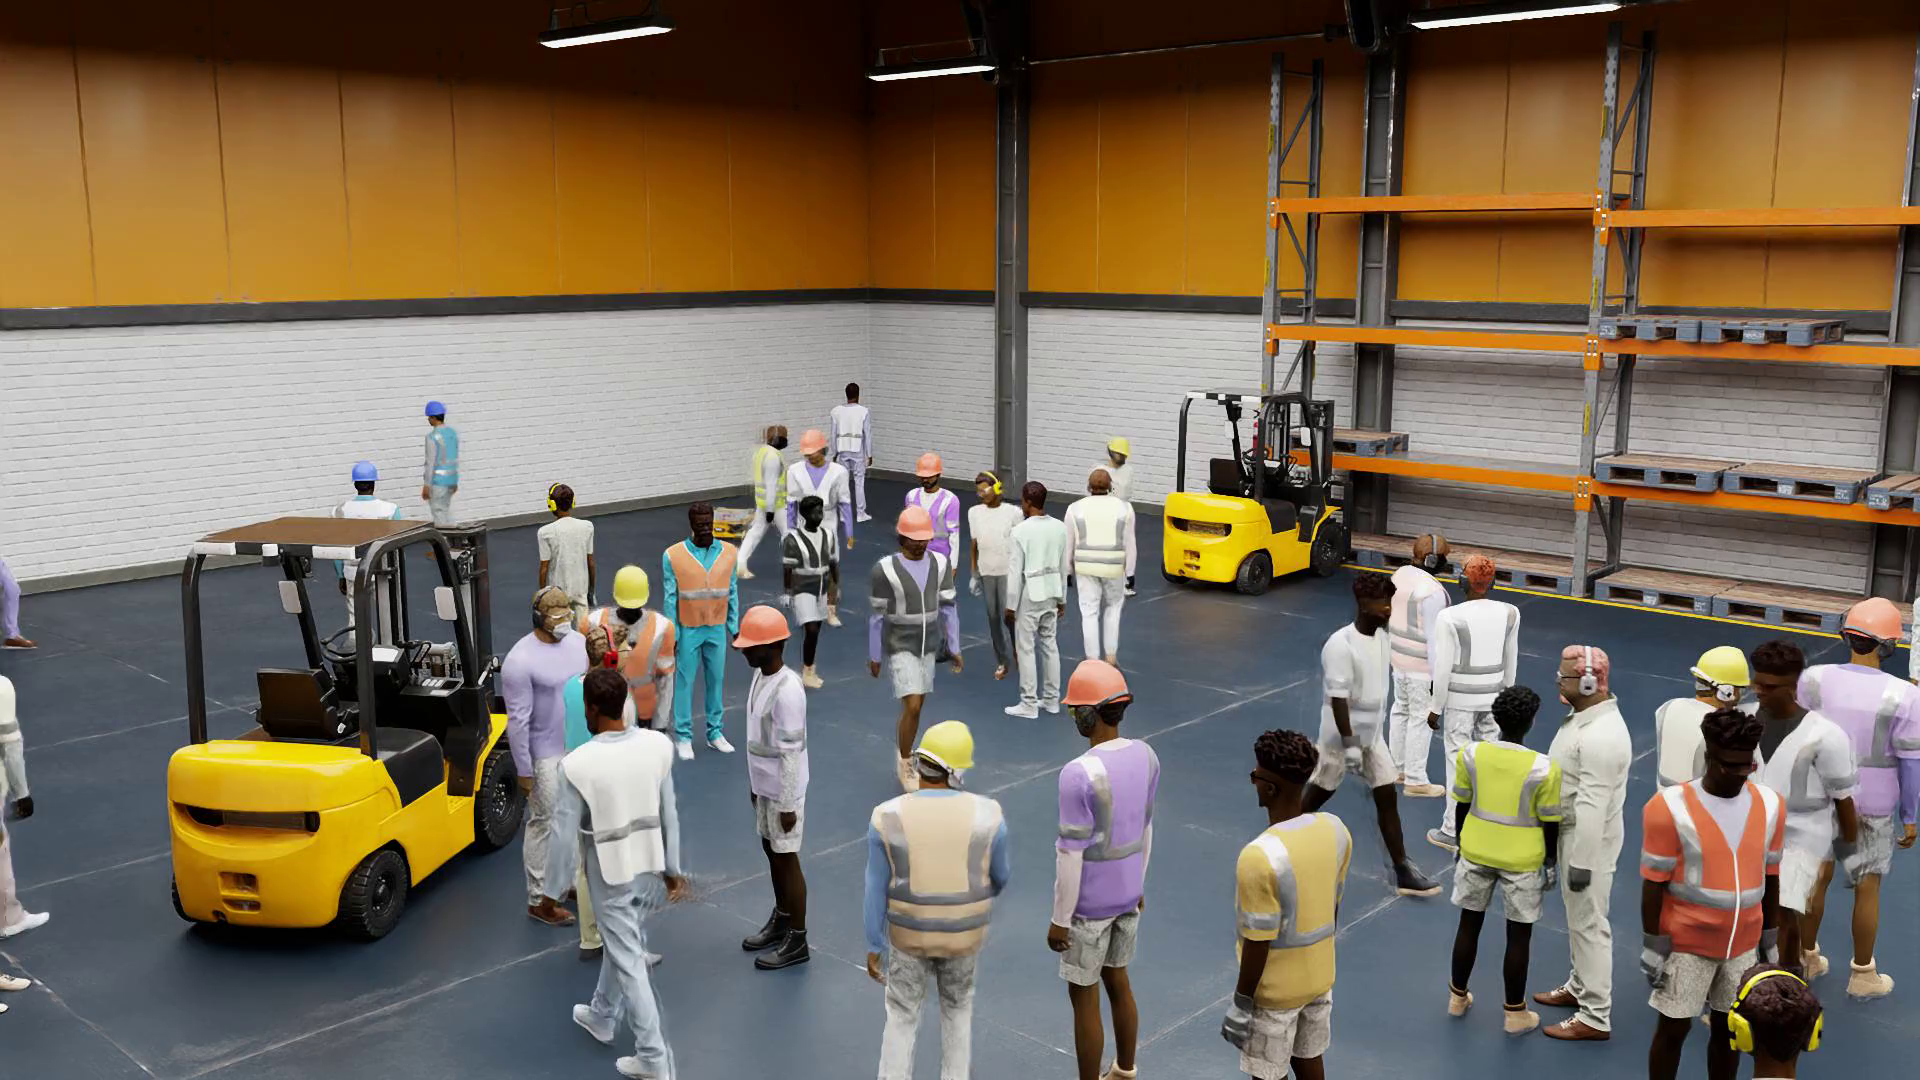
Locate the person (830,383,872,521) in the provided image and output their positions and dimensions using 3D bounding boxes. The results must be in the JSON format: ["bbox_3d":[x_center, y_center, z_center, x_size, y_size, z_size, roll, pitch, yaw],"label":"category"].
[{"bbox_3d":[-1.498,-1.210,22.983,0.597,1.916,0.371,3,10,17],"label":"person"}]

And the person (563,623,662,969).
[{"bbox_3d":[-1.850,1.340,8.666,0.573,1.844,0.376,10,14,44],"label":"person"}]

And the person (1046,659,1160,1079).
[{"bbox_3d":[0.588,1.516,7.164,0.407,2.029,0.612,8,13,39],"label":"person"}]

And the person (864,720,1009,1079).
[{"bbox_3d":[-0.105,1.645,7.089,0.612,1.794,0.482,0,10,-1],"label":"person"}]

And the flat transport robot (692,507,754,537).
[{"bbox_3d":[-3.098,-0.239,22.143,0.652,0.197,1.431,1,10,3],"label":"flat transport robot"}]

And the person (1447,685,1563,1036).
[{"bbox_3d":[2.630,1.533,8.044,0.547,1.685,0.325,8,13,39],"label":"person"}]

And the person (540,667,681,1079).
[{"bbox_3d":[-1.646,1.500,7.630,0.908,1.879,0.616,8,13,39],"label":"person"}]

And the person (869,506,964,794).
[{"bbox_3d":[-0.281,0.761,11.505,0.606,2.014,0.709,-7,12,-33],"label":"person"}]

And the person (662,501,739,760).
[{"bbox_3d":[-1.914,0.655,12.364,0.590,1.920,0.399,-6,11,-29],"label":"person"}]

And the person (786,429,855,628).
[{"bbox_3d":[-1.381,-0.101,16.412,0.675,2.017,0.470,0,10,0],"label":"person"}]

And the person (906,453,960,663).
[{"bbox_3d":[-0.270,0.163,15.153,0.547,1.929,0.386,5,11,27],"label":"person"}]

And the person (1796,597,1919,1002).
[{"bbox_3d":[4.511,1.292,8.380,0.373,2.042,0.614,-8,13,-39],"label":"person"}]

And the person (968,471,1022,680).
[{"bbox_3d":[0.321,0.304,14.587,0.515,1.842,0.421,3,10,18],"label":"person"}]

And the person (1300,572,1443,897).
[{"bbox_3d":[2.326,1.123,9.740,0.621,1.914,1.024,-8,13,-39],"label":"person"}]

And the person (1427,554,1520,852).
[{"bbox_3d":[3.199,1.016,10.408,0.575,1.883,0.355,-3,10,-17],"label":"person"}]

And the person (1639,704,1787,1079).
[{"bbox_3d":[3.059,1.619,6.791,0.608,1.953,0.388,-1,10,-7],"label":"person"}]

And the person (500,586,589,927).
[{"bbox_3d":[-2.272,1.193,9.293,0.377,1.927,0.635,5,11,27],"label":"person"}]

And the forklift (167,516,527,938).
[{"bbox_3d":[-3.583,0.976,9.748,1.214,2.155,2.313,2,10,11],"label":"forklift"}]

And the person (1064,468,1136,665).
[{"bbox_3d":[1.239,0.258,14.875,0.654,1.825,0.633,0,10,2],"label":"person"}]

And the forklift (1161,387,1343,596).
[{"bbox_3d":[3.298,-0.608,18.767,1.214,2.155,2.313,9,13,42],"label":"forklift"}]

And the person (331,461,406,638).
[{"bbox_3d":[-5.103,0.288,14.405,0.605,1.939,0.414,0,10,-2],"label":"person"}]

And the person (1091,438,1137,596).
[{"bbox_3d":[1.671,-0.237,17.986,0.572,1.715,0.847,-4,11,-23],"label":"person"}]

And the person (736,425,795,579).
[{"bbox_3d":[-2.163,-0.427,18.935,1.007,1.790,0.636,-4,11,-19],"label":"person"}]

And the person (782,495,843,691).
[{"bbox_3d":[-1.220,0.451,14.171,0.527,1.677,0.557,9,14,43],"label":"person"}]

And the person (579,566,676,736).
[{"bbox_3d":[-2.046,1.074,10.137,0.650,1.862,0.853,-2,10,-14],"label":"person"}]

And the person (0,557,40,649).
[{"bbox_3d":[-8.943,0.158,15.409,0.741,1.842,0.553,0,10,1],"label":"person"}]

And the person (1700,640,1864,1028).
[{"bbox_3d":[3.879,1.426,7.983,0.979,1.911,0.655,-5,11,-26],"label":"person"}]

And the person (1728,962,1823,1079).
[{"bbox_3d":[2.179,2.061,4.537,0.519,1.860,0.320,2,10,10],"label":"person"}]

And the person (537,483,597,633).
[{"bbox_3d":[-3.224,0.458,13.665,0.509,1.860,0.334,-8,12,-37],"label":"person"}]

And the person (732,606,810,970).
[{"bbox_3d":[-0.992,1.287,8.743,0.387,1.929,0.547,-4,11,-22],"label":"person"}]

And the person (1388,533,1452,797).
[{"bbox_3d":[3.177,0.858,11.467,0.429,1.832,0.635,-2,10,-12],"label":"person"}]

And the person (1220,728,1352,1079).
[{"bbox_3d":[1.237,1.681,6.384,0.600,1.967,0.369,-9,14,-42],"label":"person"}]

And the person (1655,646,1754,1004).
[{"bbox_3d":[3.711,1.417,8.316,0.403,1.820,0.603,-3,10,-14],"label":"person"}]

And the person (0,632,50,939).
[{"bbox_3d":[-5.267,1.302,8.760,0.580,1.895,0.897,4,11,20],"label":"person"}]

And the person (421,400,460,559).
[{"bbox_3d":[-6.286,-0.724,20.159,0.405,1.943,0.632,3,10,15],"label":"person"}]

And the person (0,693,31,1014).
[{"bbox_3d":[-4.854,1.464,8.218,0.337,1.757,0.517,-2,10,-13],"label":"person"}]

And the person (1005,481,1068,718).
[{"bbox_3d":[0.637,0.478,13.405,0.597,1.910,0.391,-9,13,-41],"label":"person"}]

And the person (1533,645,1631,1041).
[{"bbox_3d":[2.970,1.436,7.997,0.397,1.898,0.636,2,10,14],"label":"person"}]
